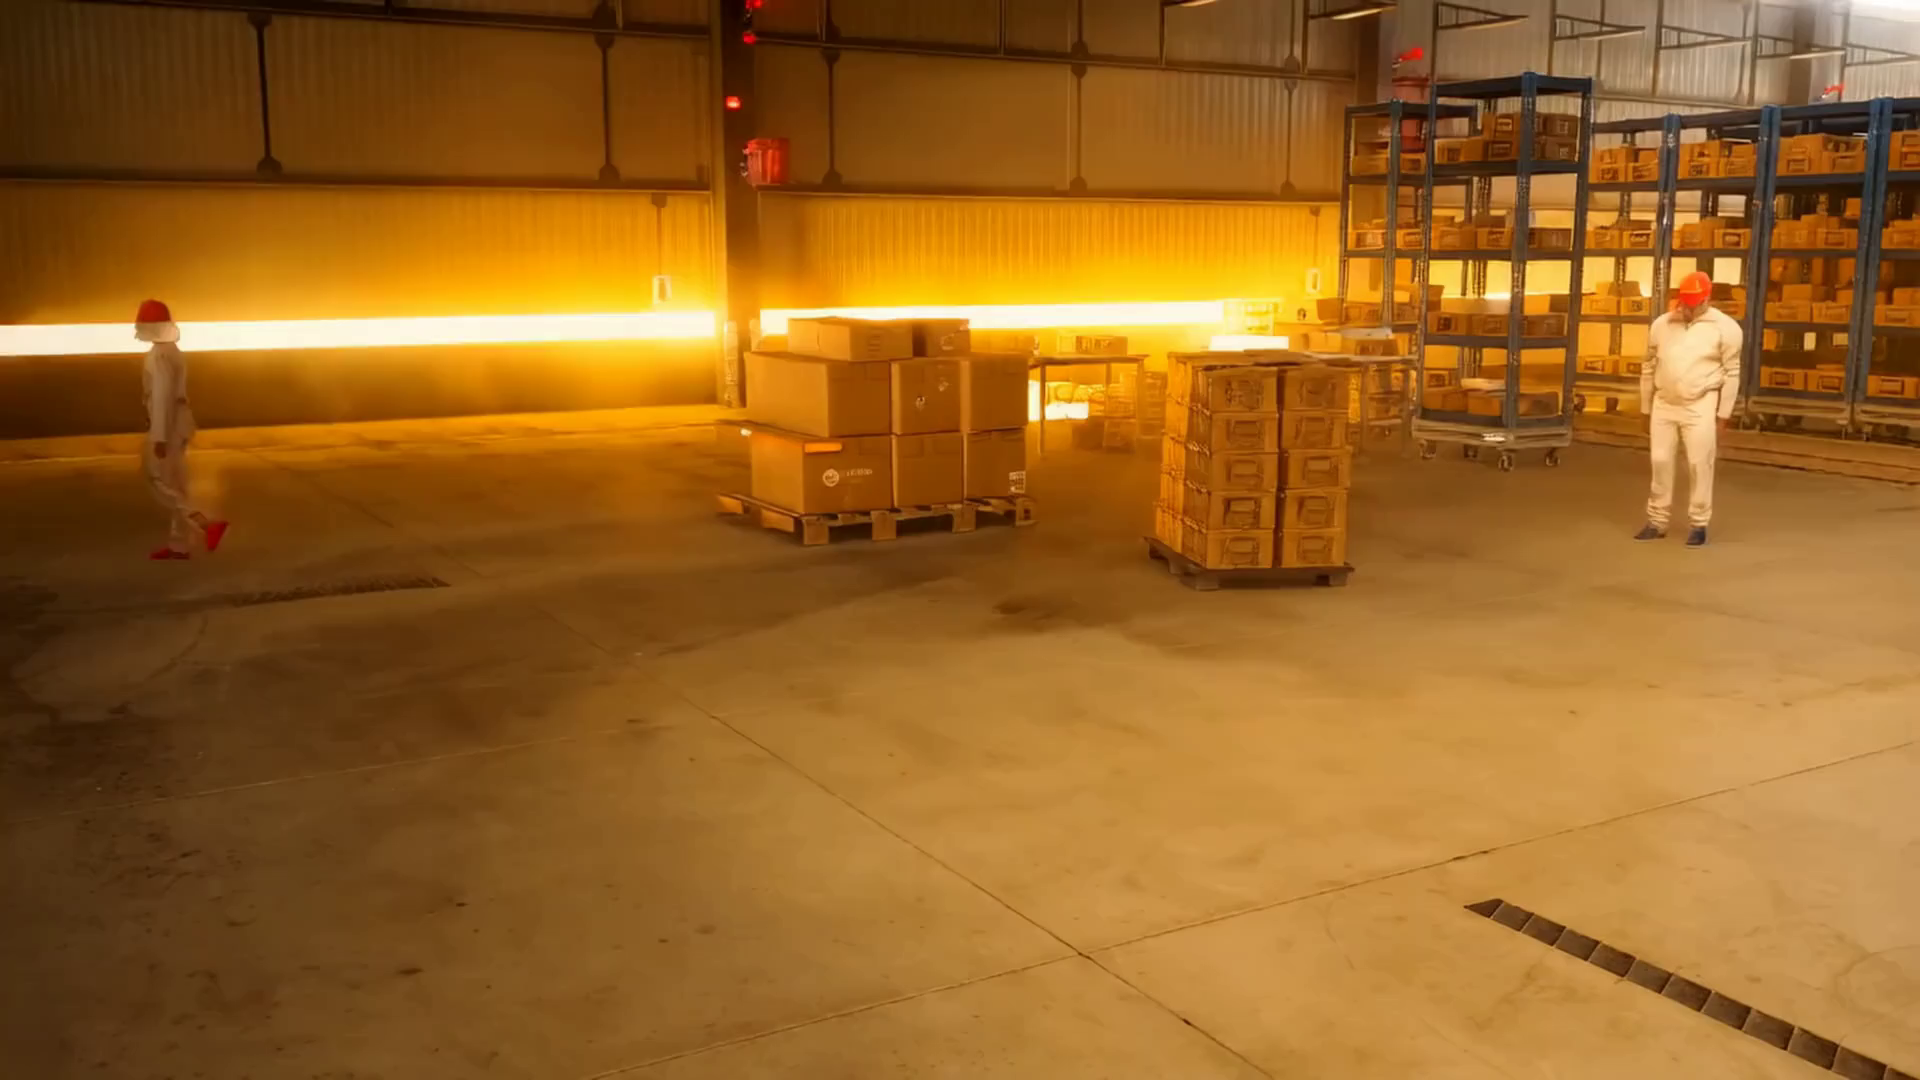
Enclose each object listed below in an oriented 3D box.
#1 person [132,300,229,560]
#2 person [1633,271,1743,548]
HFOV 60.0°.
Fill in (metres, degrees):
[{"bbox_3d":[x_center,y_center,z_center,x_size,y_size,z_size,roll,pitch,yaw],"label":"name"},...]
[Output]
[{"bbox_3d":[-5.116,-0.703,10.908,0.508,1.734,0.489,0,10,1],"label":"person"},{"bbox_3d":[5.034,-0.906,11.560,0.651,1.907,0.409,9,14,43],"label":"person"}]
